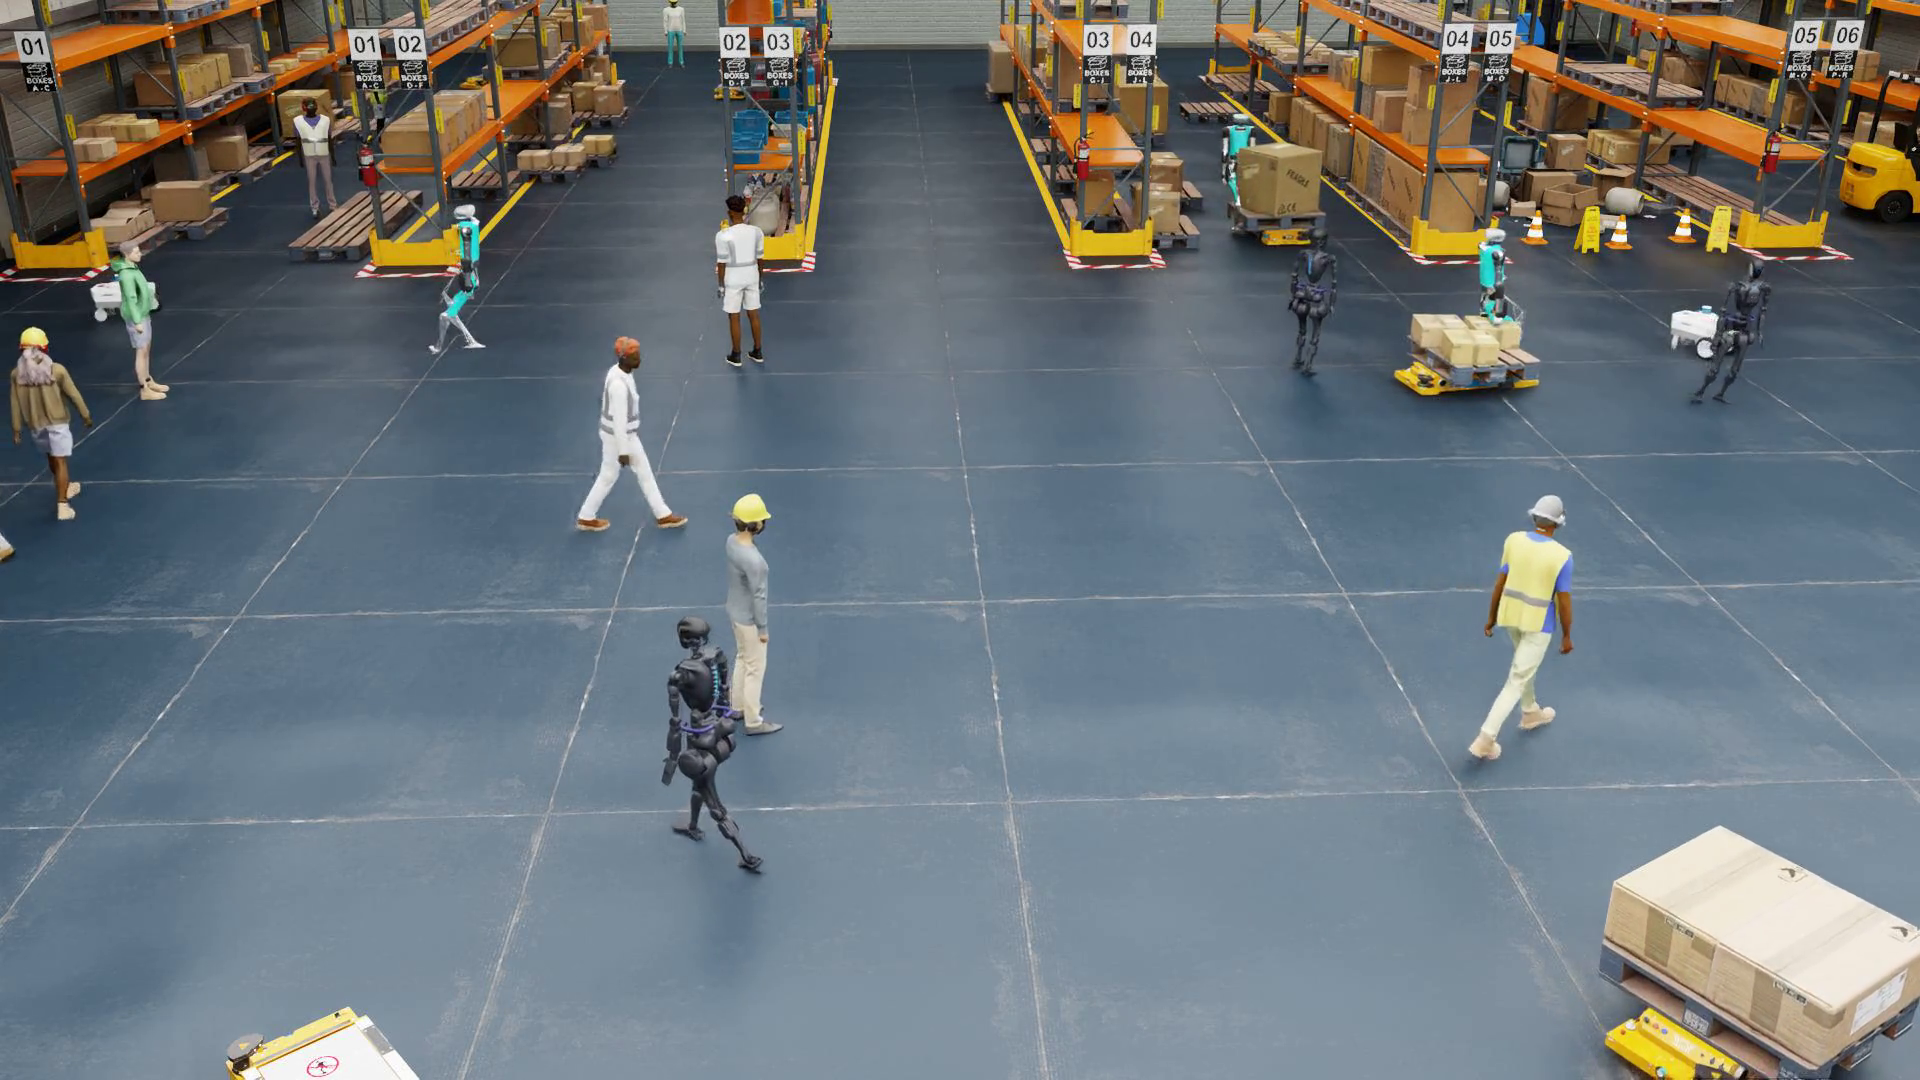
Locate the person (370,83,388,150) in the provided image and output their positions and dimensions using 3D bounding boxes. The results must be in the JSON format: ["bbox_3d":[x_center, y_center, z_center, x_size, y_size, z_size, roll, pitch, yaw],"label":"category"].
[{"bbox_3d":[-10.834,-8.166,31.060,0.318,1.699,0.534,-4,24,-8],"label":"person"}]

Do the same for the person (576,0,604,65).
[{"bbox_3d":[-9.054,-12.488,40.621,0.908,1.826,0.535,3,24,8],"label":"person"}]

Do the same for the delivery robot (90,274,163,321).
[{"bbox_3d":[-10.523,-3.055,20.987,0.791,0.595,0.499,-2,24,-4],"label":"delivery robot"}]

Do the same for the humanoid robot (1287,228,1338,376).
[{"bbox_3d":[3.977,-2.708,18.836,0.607,1.642,0.465,17,29,34],"label":"humanoid robot"}]

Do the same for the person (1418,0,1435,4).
[{"bbox_3d":[11.688,-13.026,41.861,0.375,1.796,0.606,-14,28,-29],"label":"person"}]

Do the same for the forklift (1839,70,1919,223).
[{"bbox_3d":[15.132,-6.143,25.915,2.313,2.155,1.214,-1,24,-2],"label":"forklift"}]

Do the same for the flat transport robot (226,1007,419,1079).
[{"bbox_3d":[-3.037,2.794,8.195,0.659,0.231,1.431,-20,31,-37],"label":"flat transport robot"}]

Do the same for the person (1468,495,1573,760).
[{"bbox_3d":[3.824,0.578,11.234,0.989,1.853,0.557,-17,29,-33],"label":"person"}]

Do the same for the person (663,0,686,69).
[{"bbox_3d":[-6.921,-12.367,40.420,0.532,1.765,0.327,-9,25,-19],"label":"person"}]

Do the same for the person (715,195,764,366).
[{"bbox_3d":[-2.514,-2.975,19.089,0.596,1.958,0.370,-17,29,-33],"label":"person"}]

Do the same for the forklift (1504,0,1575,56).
[{"bbox_3d":[14.700,-13.805,42.301,1.873,2.768,1.129,-1,24,-2],"label":"forklift"}]

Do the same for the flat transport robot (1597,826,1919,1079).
[{"bbox_3d":[4.145,2.520,8.809,1.431,0.231,0.659,-15,28,-31],"label":"flat transport robot"}]

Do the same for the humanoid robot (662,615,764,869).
[{"bbox_3d":[-1.526,1.231,10.072,0.797,1.646,0.586,13,27,26],"label":"humanoid robot"}]

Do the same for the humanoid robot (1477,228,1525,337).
[{"bbox_3d":[6.073,-2.557,18.506,0.800,1.832,0.535,-3,24,-6],"label":"humanoid robot"}]

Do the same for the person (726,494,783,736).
[{"bbox_3d":[-1.434,0.515,11.490,0.347,1.758,0.519,-12,26,-24],"label":"person"}]

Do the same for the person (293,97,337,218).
[{"bbox_3d":[-10.044,-5.985,25.976,0.565,1.850,0.390,-12,27,-25],"label":"person"}]

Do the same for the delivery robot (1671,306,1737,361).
[{"bbox_3d":[8.782,-2.460,19.639,0.525,0.587,0.752,-14,28,-29],"label":"delivery robot"}]

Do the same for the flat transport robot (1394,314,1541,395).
[{"bbox_3d":[5.681,-1.850,18.630,1.431,0.231,0.659,-5,25,-12],"label":"flat transport robot"}]

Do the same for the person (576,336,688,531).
[{"bbox_3d":[-2.981,-0.921,14.636,0.993,1.826,0.642,0,24,0],"label":"person"}]

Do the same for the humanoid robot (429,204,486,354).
[{"bbox_3d":[-5.964,-2.987,19.492,0.818,1.875,0.555,-2,24,-5],"label":"humanoid robot"}]

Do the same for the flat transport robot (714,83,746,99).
[{"bbox_3d":[-5.018,-9.973,36.882,0.659,0.231,1.431,1,24,1],"label":"flat transport robot"}]

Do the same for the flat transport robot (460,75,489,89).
[{"bbox_3d":[-10.722,-10.546,38.170,0.659,0.231,1.431,14,27,28],"label":"flat transport robot"}]

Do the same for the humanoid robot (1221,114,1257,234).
[{"bbox_3d":[4.188,-5.366,24.850,0.539,1.866,0.777,-2,24,-4],"label":"humanoid robot"}]

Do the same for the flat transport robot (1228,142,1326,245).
[{"bbox_3d":[4.728,-4.680,24.987,0.659,0.231,1.431,-3,24,-7],"label":"flat transport robot"}]

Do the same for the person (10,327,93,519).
[{"bbox_3d":[-8.268,-1.071,15.108,0.571,1.712,0.921,-4,24,-9],"label":"person"}]

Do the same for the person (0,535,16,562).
[{"bbox_3d":[-8.561,-0.602,13.888,0.667,1.852,0.659,10,26,20],"label":"person"}]

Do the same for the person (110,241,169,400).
[{"bbox_3d":[-8.904,-2.385,18.031,0.321,1.735,0.477,-7,25,-14],"label":"person"}]

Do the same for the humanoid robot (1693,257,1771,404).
[{"bbox_3d":[8.313,-2.240,17.789,0.601,1.642,0.375,-4,24,-8],"label":"humanoid robot"}]
